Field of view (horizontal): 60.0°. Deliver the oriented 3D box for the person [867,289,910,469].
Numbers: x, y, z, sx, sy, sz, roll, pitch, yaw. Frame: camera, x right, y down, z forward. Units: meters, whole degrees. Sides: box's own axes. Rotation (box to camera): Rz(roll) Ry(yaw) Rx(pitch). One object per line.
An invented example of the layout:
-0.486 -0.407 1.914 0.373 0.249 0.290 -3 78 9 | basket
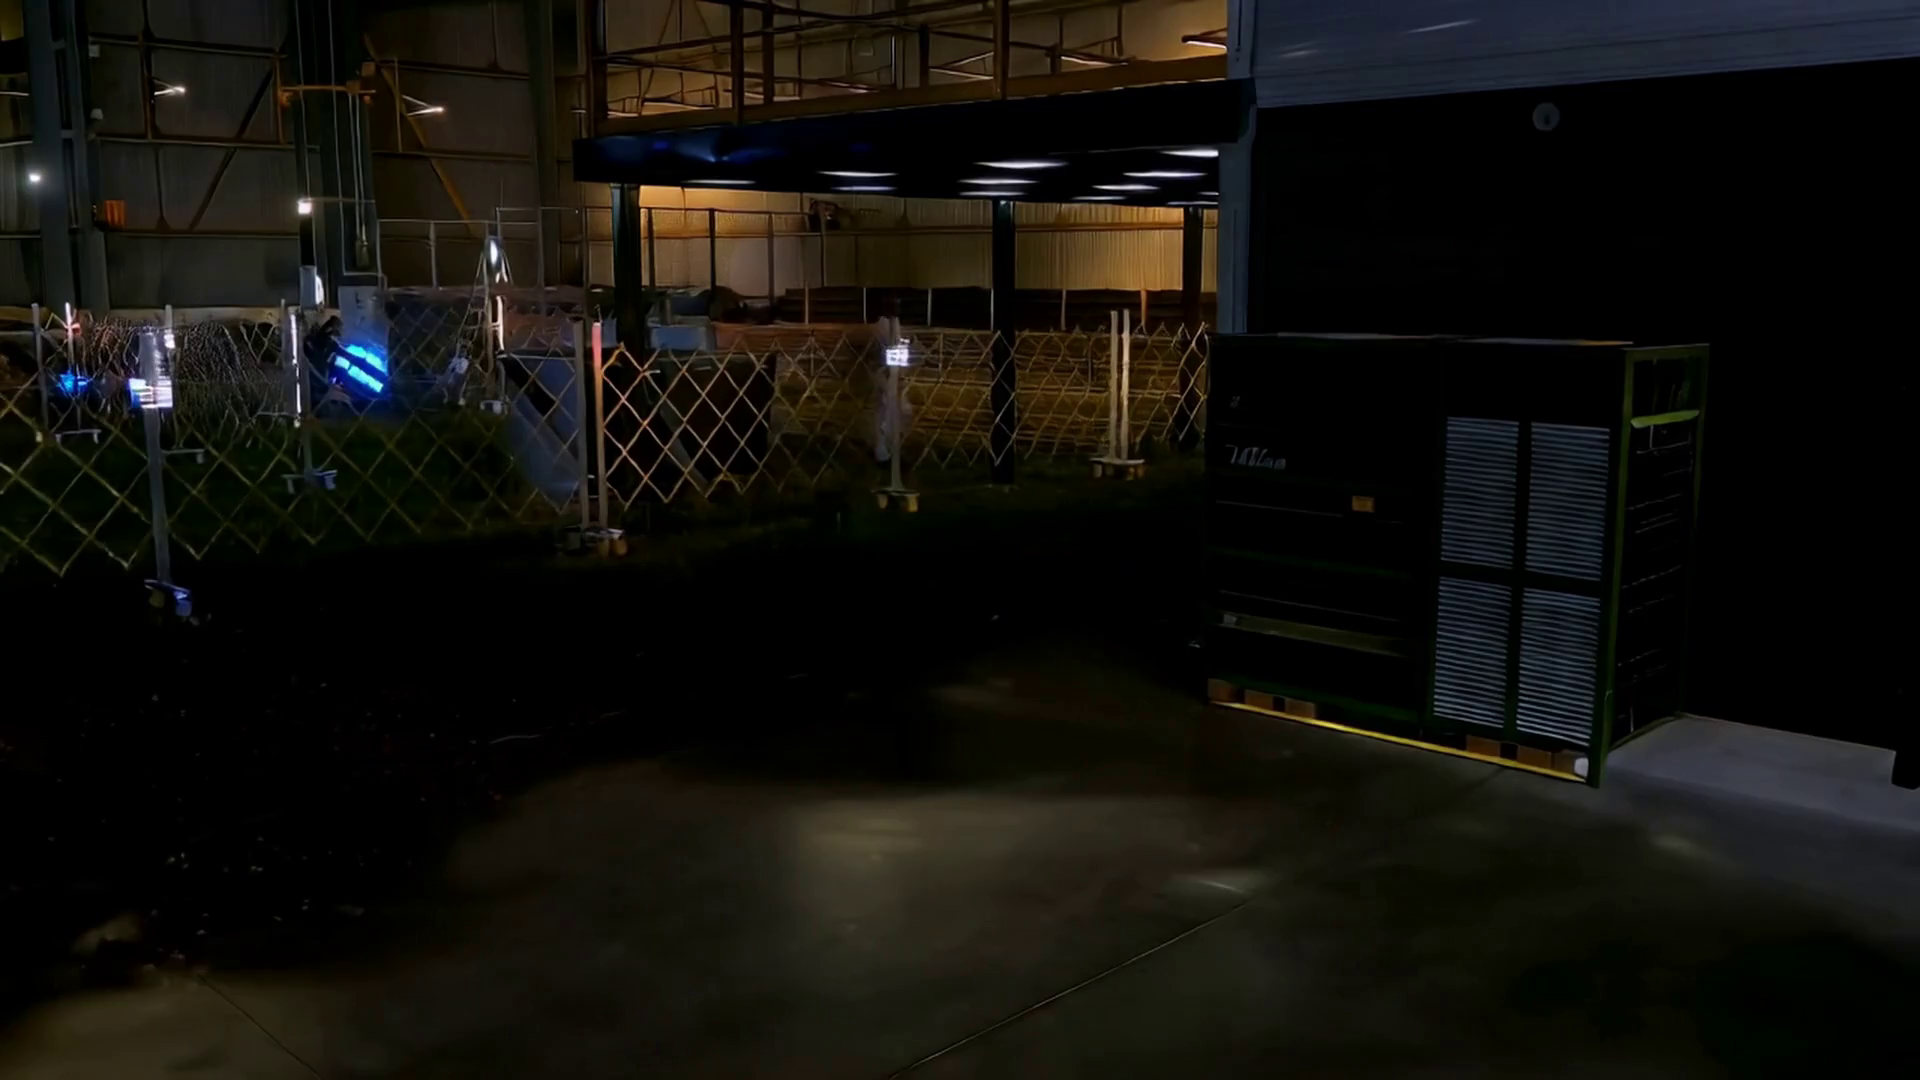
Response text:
-0.720 -1.652 17.169 0.422 1.864 0.604 1 9 6 | person
